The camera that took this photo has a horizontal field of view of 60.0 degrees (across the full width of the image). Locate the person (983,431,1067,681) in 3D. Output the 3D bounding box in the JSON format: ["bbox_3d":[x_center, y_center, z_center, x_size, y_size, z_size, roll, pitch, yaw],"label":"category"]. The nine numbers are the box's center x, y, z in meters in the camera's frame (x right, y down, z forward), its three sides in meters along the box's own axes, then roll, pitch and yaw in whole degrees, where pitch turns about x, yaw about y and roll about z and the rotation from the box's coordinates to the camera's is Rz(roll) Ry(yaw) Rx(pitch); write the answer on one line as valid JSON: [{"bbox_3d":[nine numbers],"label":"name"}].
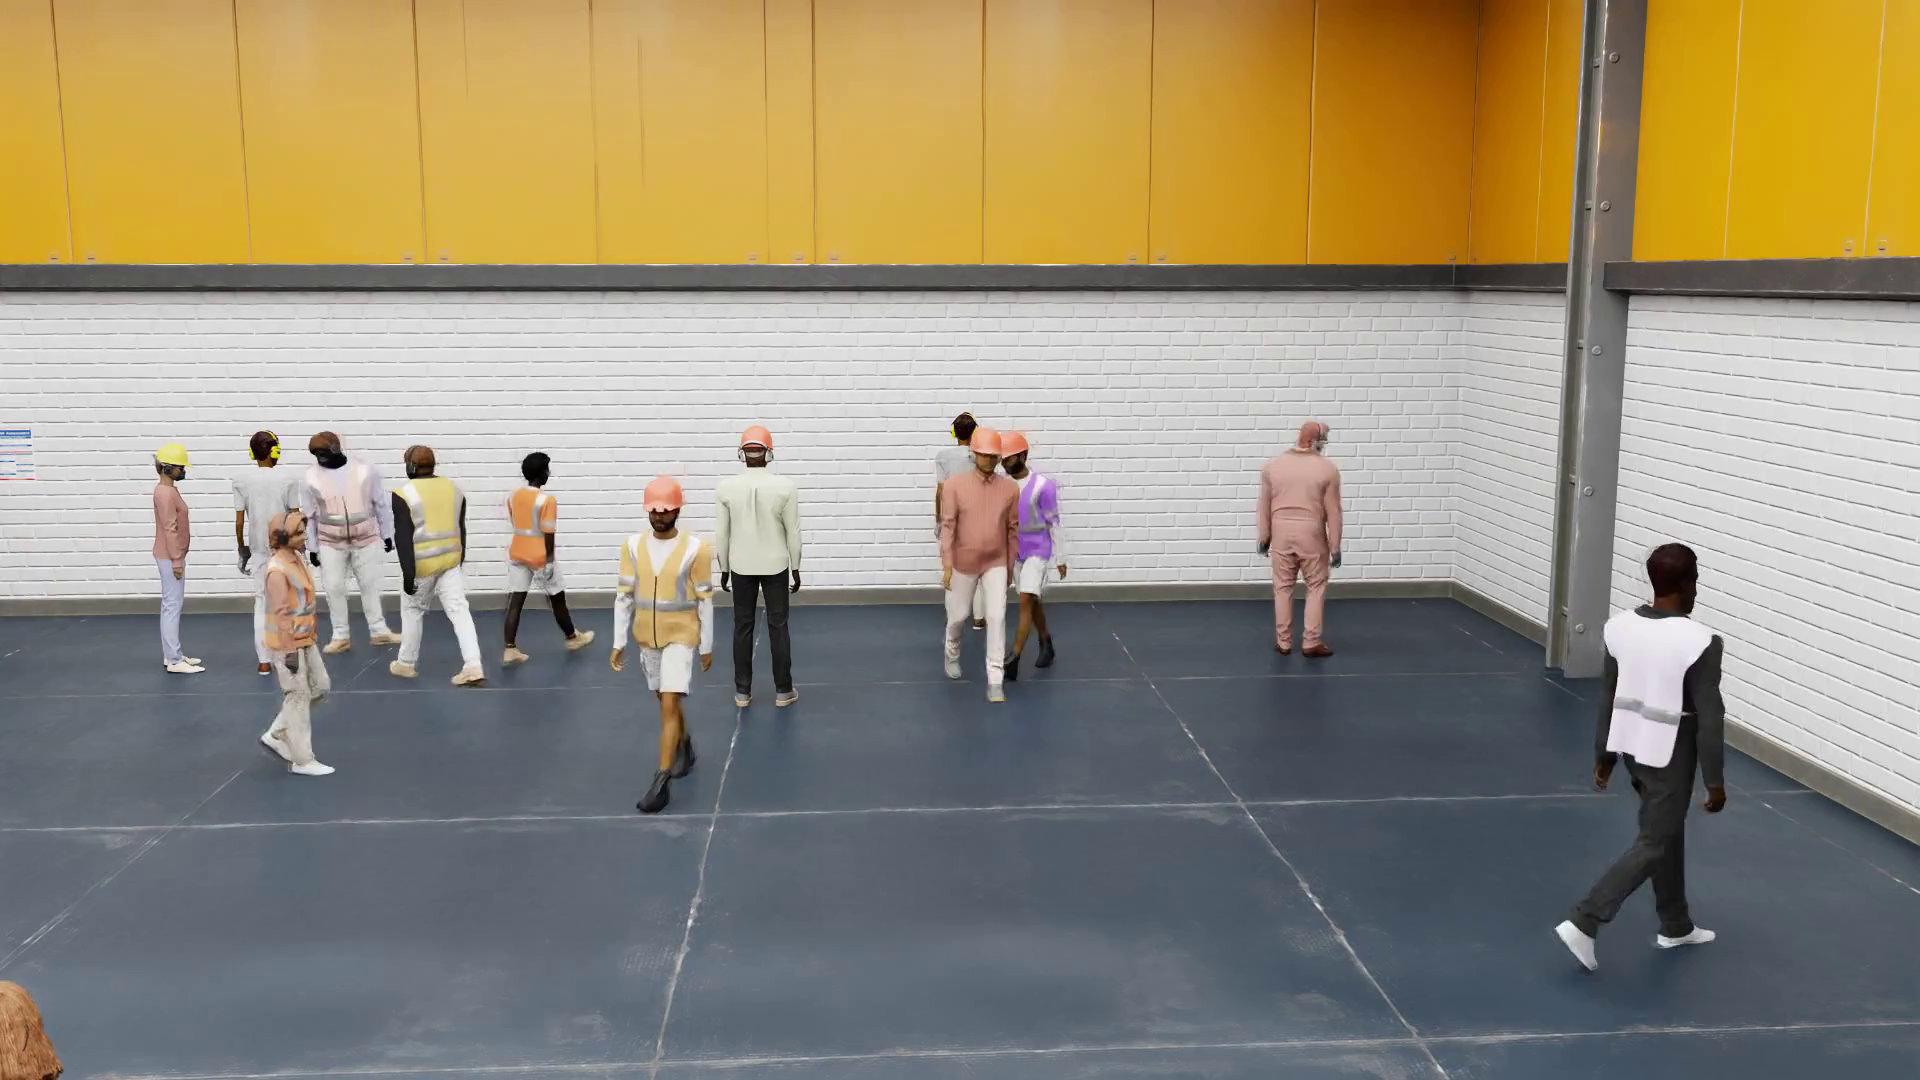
[{"bbox_3d":[0.503,0.101,12.581,0.582,1.871,1.018,7,11,37],"label":"person"}]

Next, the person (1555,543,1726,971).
[{"bbox_3d":[3.017,0.946,7.284,0.933,1.894,0.594,-3,10,-20],"label":"person"}]

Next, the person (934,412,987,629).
[{"bbox_3d":[0.040,-0.160,14.258,0.531,1.871,0.322,1,9,4],"label":"person"}]

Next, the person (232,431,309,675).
[{"bbox_3d":[-5.235,0.097,12.663,0.517,1.865,0.327,-2,9,-11],"label":"person"}]

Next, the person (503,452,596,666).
[{"bbox_3d":[-3.285,0.130,13.074,0.548,1.646,0.860,6,11,33],"label":"person"}]

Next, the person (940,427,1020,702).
[{"bbox_3d":[0.125,0.140,12.120,0.624,1.965,0.947,-2,9,-14],"label":"person"}]

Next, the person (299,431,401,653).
[{"bbox_3d":[-4.870,0.016,13.404,0.787,1.808,0.433,-4,10,-25],"label":"person"}]

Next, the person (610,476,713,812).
[{"bbox_3d":[-1.716,0.554,9.728,0.554,1.892,0.993,2,9,15],"label":"person"}]

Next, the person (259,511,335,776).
[{"bbox_3d":[-4.023,0.629,10.027,0.375,1.627,0.542,-1,9,-8],"label":"person"}]

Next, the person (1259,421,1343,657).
[{"bbox_3d":[2.711,0.005,13.222,0.694,1.880,0.404,5,10,29],"label":"person"}]

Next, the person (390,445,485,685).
[{"bbox_3d":[-3.904,0.187,12.363,0.989,1.790,0.645,7,11,37],"label":"person"}]

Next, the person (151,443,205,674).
[{"bbox_3d":[-6.001,0.139,12.730,0.320,1.762,0.522,-5,10,-27],"label":"person"}]

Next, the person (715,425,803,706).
[{"bbox_3d":[-1.407,0.188,11.703,0.608,1.988,0.387,0,9,1],"label":"person"}]

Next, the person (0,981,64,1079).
[{"bbox_3d":[-1.931,1.690,3.411,0.502,1.626,0.283,-6,11,-35],"label":"person"}]
